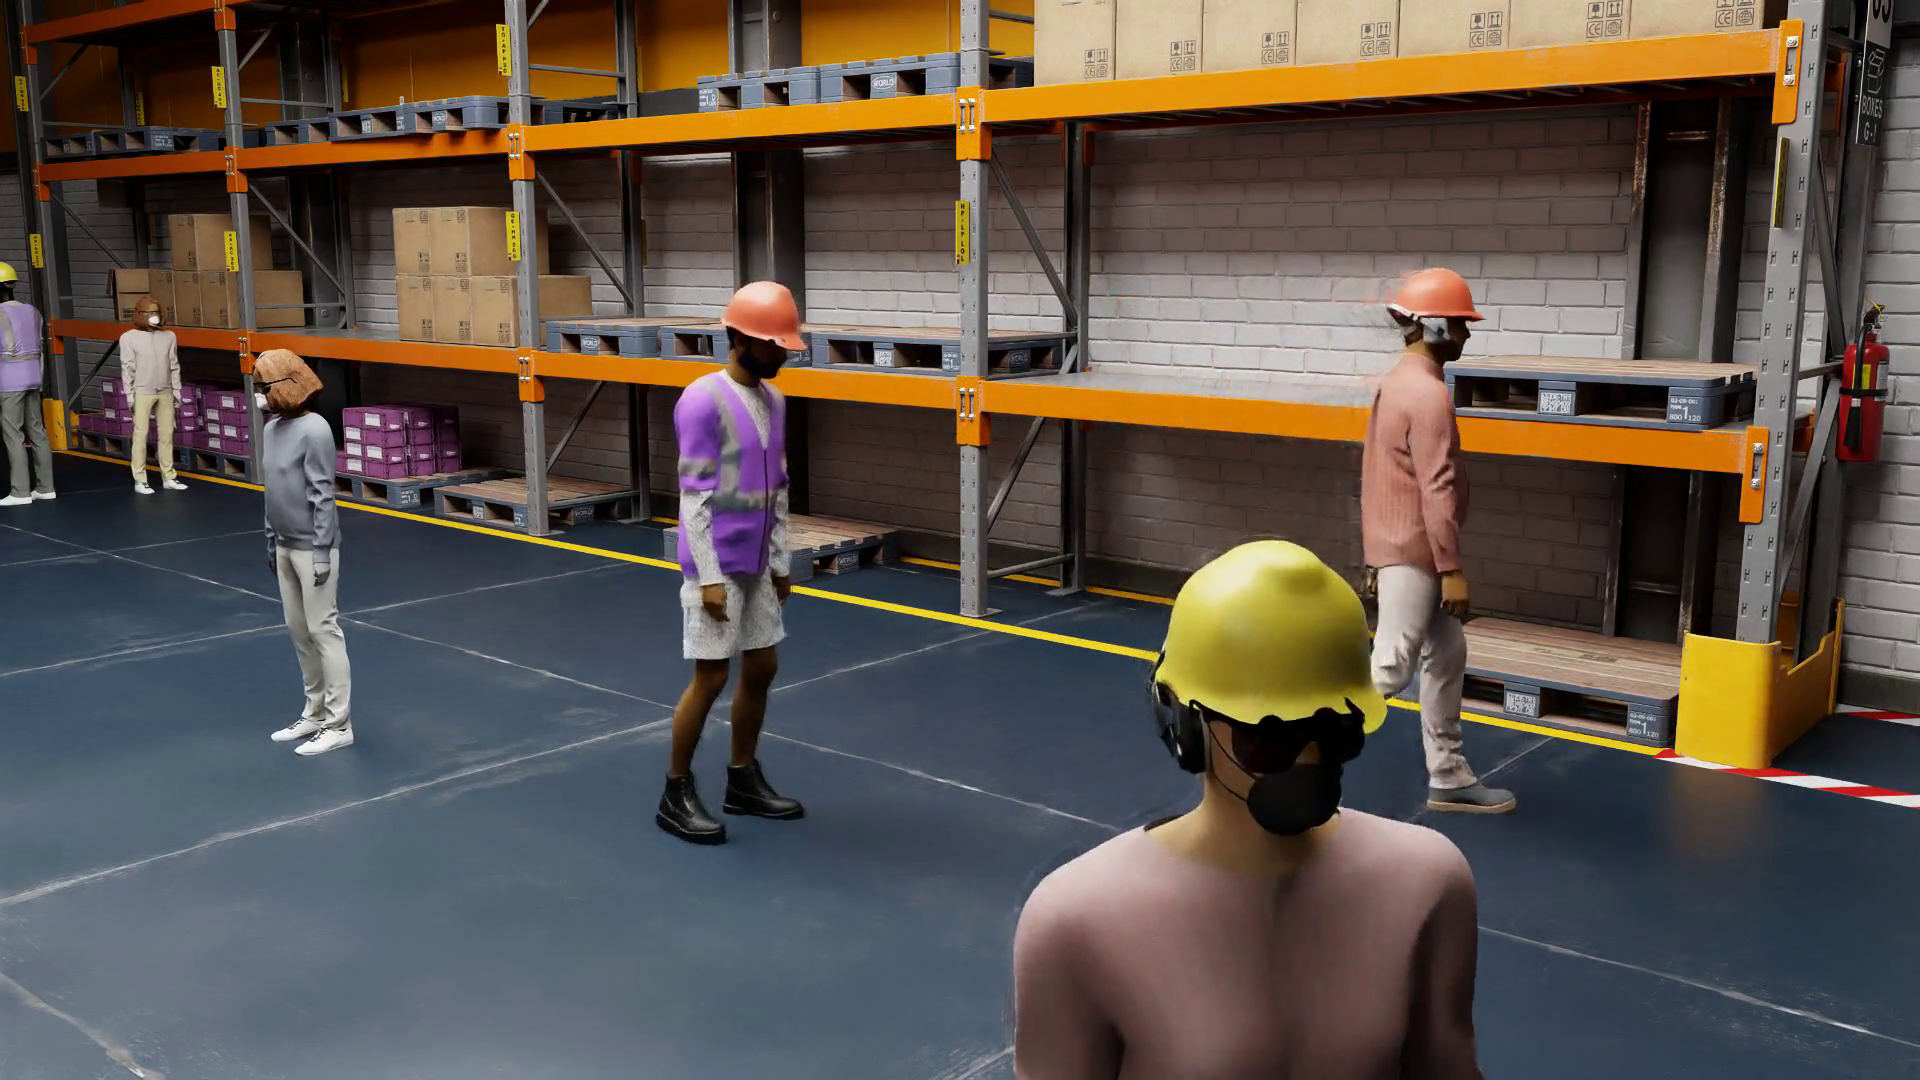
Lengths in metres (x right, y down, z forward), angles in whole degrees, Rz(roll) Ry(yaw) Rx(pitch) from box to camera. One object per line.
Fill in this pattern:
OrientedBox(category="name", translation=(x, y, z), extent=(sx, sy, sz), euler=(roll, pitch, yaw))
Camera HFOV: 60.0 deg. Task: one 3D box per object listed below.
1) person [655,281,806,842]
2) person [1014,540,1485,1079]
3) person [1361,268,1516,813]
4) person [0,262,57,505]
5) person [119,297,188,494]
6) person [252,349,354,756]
OrientedBox(category="person", translation=(-0.773, 0.074, 5.731), extent=(0.519, 1.908, 0.612), euler=(5, 11, 26))
OrientedBox(category="person", translation=(0.301, 0.834, 1.891), extent=(0.527, 1.738, 0.804), euler=(-3, 10, -16))
OrientedBox(category="person", translation=(1.505, 0.036, 5.821), extent=(0.921, 1.963, 0.622), euler=(1, 10, 7))
OrientedBox(category="person", translation=(-7.478, -1.230, 13.141), extent=(0.396, 1.918, 0.588), euler=(2, 10, 10))
OrientedBox(category="person", translation=(-6.688, -1.195, 13.776), extent=(0.284, 1.627, 0.493), euler=(6, 12, 31))
OrientedBox(category="person", translation=(-2.674, 0.043, 6.726), extent=(0.503, 1.623, 0.299), euler=(9, 13, 42))
